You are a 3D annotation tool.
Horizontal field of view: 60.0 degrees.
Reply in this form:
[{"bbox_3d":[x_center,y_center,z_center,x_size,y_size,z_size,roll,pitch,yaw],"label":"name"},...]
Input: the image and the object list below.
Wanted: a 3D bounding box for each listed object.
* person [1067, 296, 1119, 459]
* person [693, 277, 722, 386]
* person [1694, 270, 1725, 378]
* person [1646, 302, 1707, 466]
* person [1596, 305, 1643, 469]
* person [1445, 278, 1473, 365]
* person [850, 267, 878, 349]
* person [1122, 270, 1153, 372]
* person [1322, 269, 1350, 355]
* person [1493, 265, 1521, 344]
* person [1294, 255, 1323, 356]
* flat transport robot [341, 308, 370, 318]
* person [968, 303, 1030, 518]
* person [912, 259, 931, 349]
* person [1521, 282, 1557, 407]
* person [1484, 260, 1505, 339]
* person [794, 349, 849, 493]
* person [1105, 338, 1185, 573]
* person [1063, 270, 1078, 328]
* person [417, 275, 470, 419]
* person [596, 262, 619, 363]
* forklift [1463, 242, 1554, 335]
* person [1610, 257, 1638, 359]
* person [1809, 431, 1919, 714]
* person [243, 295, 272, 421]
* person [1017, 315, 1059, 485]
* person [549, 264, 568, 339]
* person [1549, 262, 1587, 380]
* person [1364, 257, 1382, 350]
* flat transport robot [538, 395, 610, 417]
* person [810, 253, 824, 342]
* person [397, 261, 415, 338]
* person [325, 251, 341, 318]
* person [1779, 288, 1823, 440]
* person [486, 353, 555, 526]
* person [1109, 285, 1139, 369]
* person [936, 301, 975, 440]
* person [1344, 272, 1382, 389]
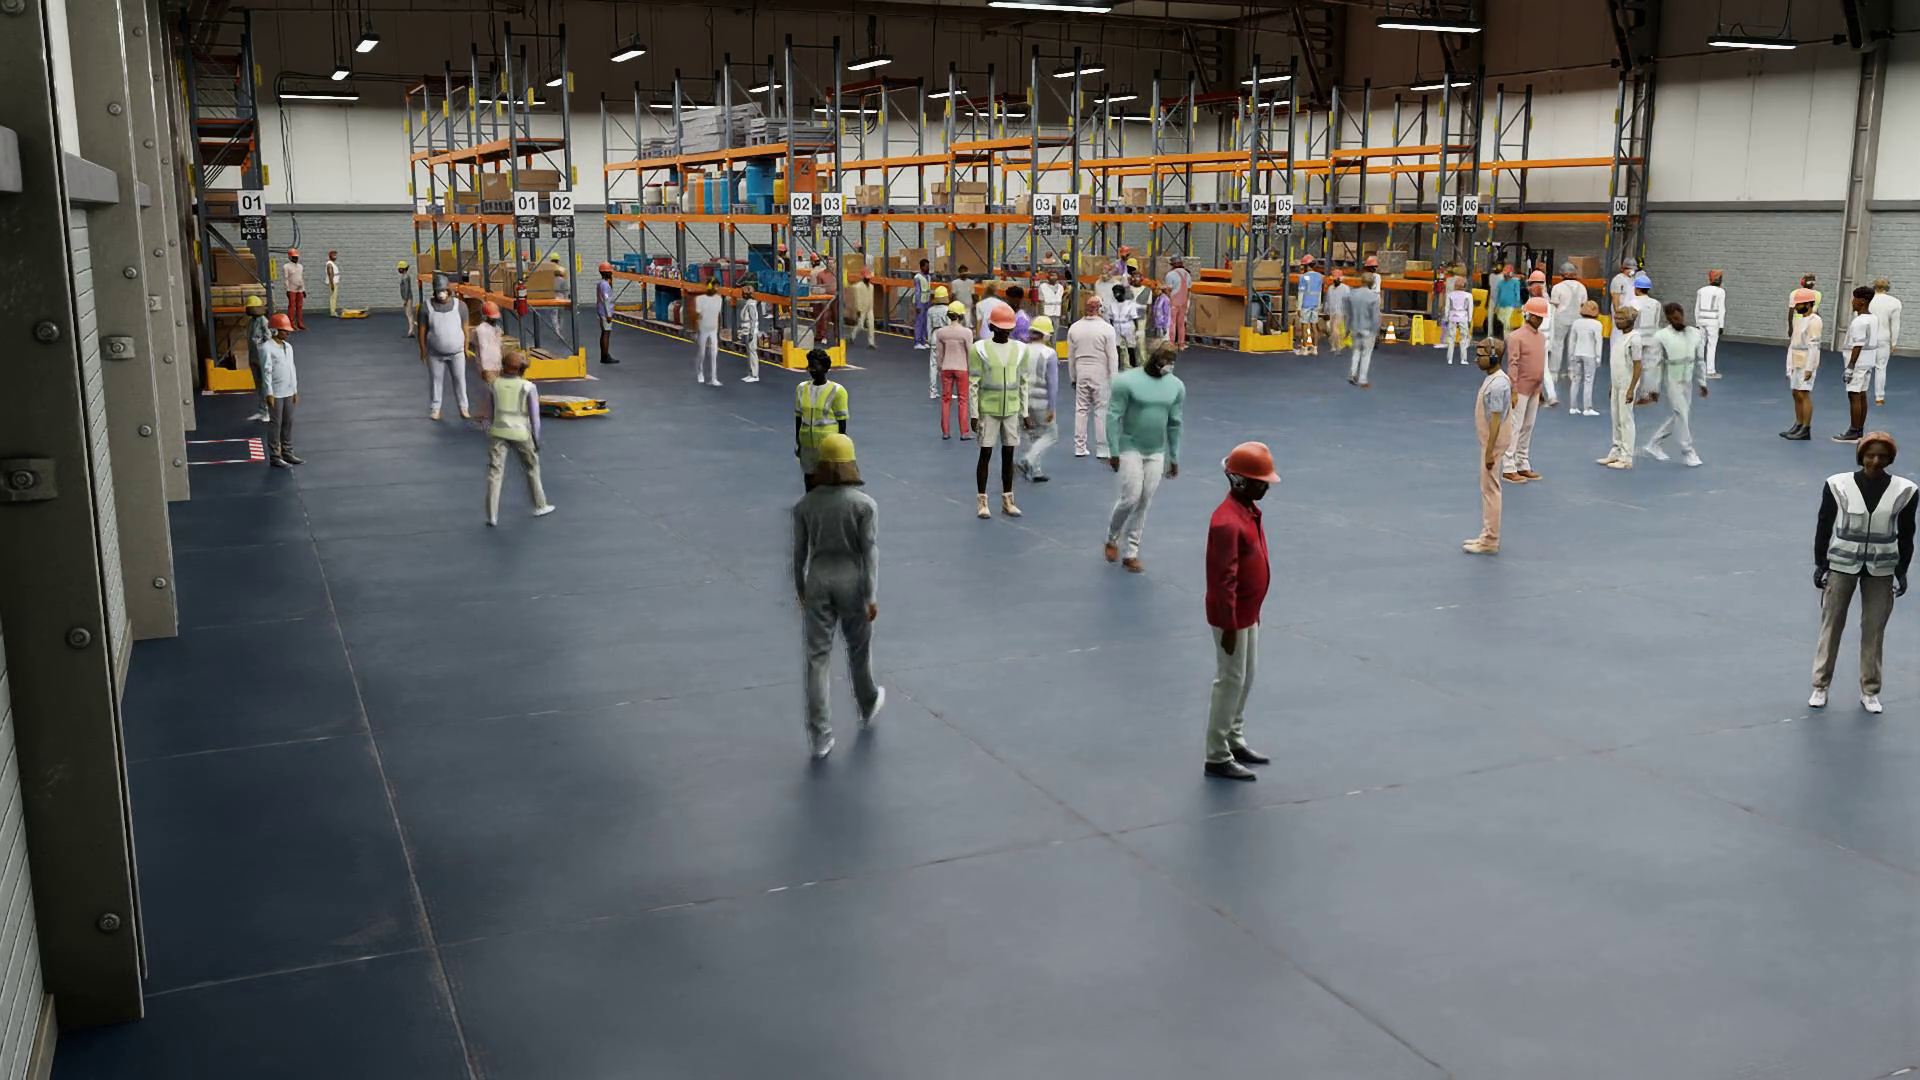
[{"bbox_3d":[1.588,-1.911,19.587,0.651,1.907,0.409,8,13,34],"label":"person"},{"bbox_3d":[-4.272,-3.519,28.025,0.561,1.812,0.950,-6,13,-30],"label":"person"},{"bbox_3d":[13.122,-3.773,29.108,0.356,1.883,0.575,-5,12,-23],"label":"person"},{"bbox_3d":[8.261,-1.793,19.094,0.620,1.864,0.761,-5,12,-22],"label":"person"},{"bbox_3d":[7.479,-1.720,18.774,0.332,1.843,0.517,0,11,-3],"label":"person"},{"bbox_3d":[9.481,-4.151,31.648,0.515,1.641,0.315,6,12,26],"label":"person"},{"bbox_3d":[-2.062,-4.946,35.454,0.562,1.727,0.660,-11,15,-44],"label":"person"},{"bbox_3d":[3.206,-3.976,30.233,0.566,1.847,0.389,3,11,14],"label":"person"},{"bbox_3d":[7.618,-4.641,33.882,0.502,1.733,0.581,-7,13,-31],"label":"person"},{"bbox_3d":[11.955,-5.158,36.511,0.621,1.730,0.596,-8,14,-35],"label":"person"},{"bbox_3d":[7.022,-4.727,33.579,0.606,2.035,0.404,-7,13,-31],"label":"person"},{"bbox_3d":[-16.740,-6.298,46.052,0.652,0.197,1.431,-3,12,-15],"label":"flat transport robot"},{"bbox_3d":[0.383,-1.217,15.738,0.605,2.034,0.388,-4,12,-18],"label":"person"},{"bbox_3d":[-0.806,-5.016,35.374,0.392,1.911,0.584,5,12,22],"label":"person"},{"bbox_3d":[8.593,-2.888,24.746,0.636,1.895,0.650,-4,12,-19],"label":"person"},{"bbox_3d":[12.193,-5.421,37.617,0.693,1.831,0.591,-8,14,-35],"label":"person"},{"bbox_3d":[-1.235,-0.841,14.683,0.538,1.696,0.317,5,12,24],"label":"person"},{"bbox_3d":[1.476,-0.676,13.352,0.677,1.892,0.475,-5,12,-25],"label":"person"},{"bbox_3d":[2.304,-4.783,34.718,0.318,1.697,0.534,2,11,9],"label":"person"},{"bbox_3d":[-7.196,-2.699,23.246,0.701,2.000,0.535,-5,12,-22],"label":"person"},{"bbox_3d":[-6.785,-4.360,31.952,0.354,1.939,0.545,-5,12,-22],"label":"person"},{"bbox_3d":[13.047,-6.049,39.881,2.313,2.155,1.214,-5,12,-23],"label":"forklift"},{"bbox_3d":[12.753,-4.384,31.813,0.682,2.000,0.538,-10,15,-40],"label":"person"},{"bbox_3d":[5.219,0.182,9.635,0.513,1.638,0.307,5,12,22],"label":"person"},{"bbox_3d":[-9.733,-2.518,23.087,0.492,1.742,0.321,8,14,35],"label":"person"},{"bbox_3d":[0.787,-1.450,17.485,0.534,1.807,0.586,-11,15,-43],"label":"person"},{"bbox_3d":[-9.203,-5.450,38.020,0.489,1.730,0.545,-5,12,-24],"label":"person"},{"bbox_3d":[10.428,-3.784,28.762,0.684,2.000,0.535,-4,12,-20],"label":"person"},{"bbox_3d":[8.680,-4.987,35.137,0.373,1.939,0.545,7,13,33],"label":"person"},{"bbox_3d":[-5.781,-1.935,23.876,1.431,0.197,0.652,7,13,33],"label":"flat transport robot"},{"bbox_3d":[-3.183,-5.402,37.113,0.392,1.990,0.612,5,12,23],"label":"person"},{"bbox_3d":[-12.859,-5.583,38.606,0.327,1.769,0.525,-3,11,-13],"label":"person"},{"bbox_3d":[-17.262,-7.032,45.773,0.372,1.840,0.570,-2,11,-12],"label":"person"},{"bbox_3d":[10.726,-2.236,21.202,0.386,1.924,0.548,1,11,6],"label":"person"},{"bbox_3d":[-4.168,-0.953,15.560,0.541,1.576,0.762,2,11,8],"label":"person"},{"bbox_3d":[2.827,-3.573,28.682,0.632,1.637,0.843,5,12,25],"label":"person"},{"bbox_3d":[-0.050,-2.145,21.136,0.524,1.769,0.309,5,12,23],"label":"person"},{"bbox_3d":[6.635,-3.435,27.301,0.442,1.914,0.669,-10,15,-42],"label":"person"}]
